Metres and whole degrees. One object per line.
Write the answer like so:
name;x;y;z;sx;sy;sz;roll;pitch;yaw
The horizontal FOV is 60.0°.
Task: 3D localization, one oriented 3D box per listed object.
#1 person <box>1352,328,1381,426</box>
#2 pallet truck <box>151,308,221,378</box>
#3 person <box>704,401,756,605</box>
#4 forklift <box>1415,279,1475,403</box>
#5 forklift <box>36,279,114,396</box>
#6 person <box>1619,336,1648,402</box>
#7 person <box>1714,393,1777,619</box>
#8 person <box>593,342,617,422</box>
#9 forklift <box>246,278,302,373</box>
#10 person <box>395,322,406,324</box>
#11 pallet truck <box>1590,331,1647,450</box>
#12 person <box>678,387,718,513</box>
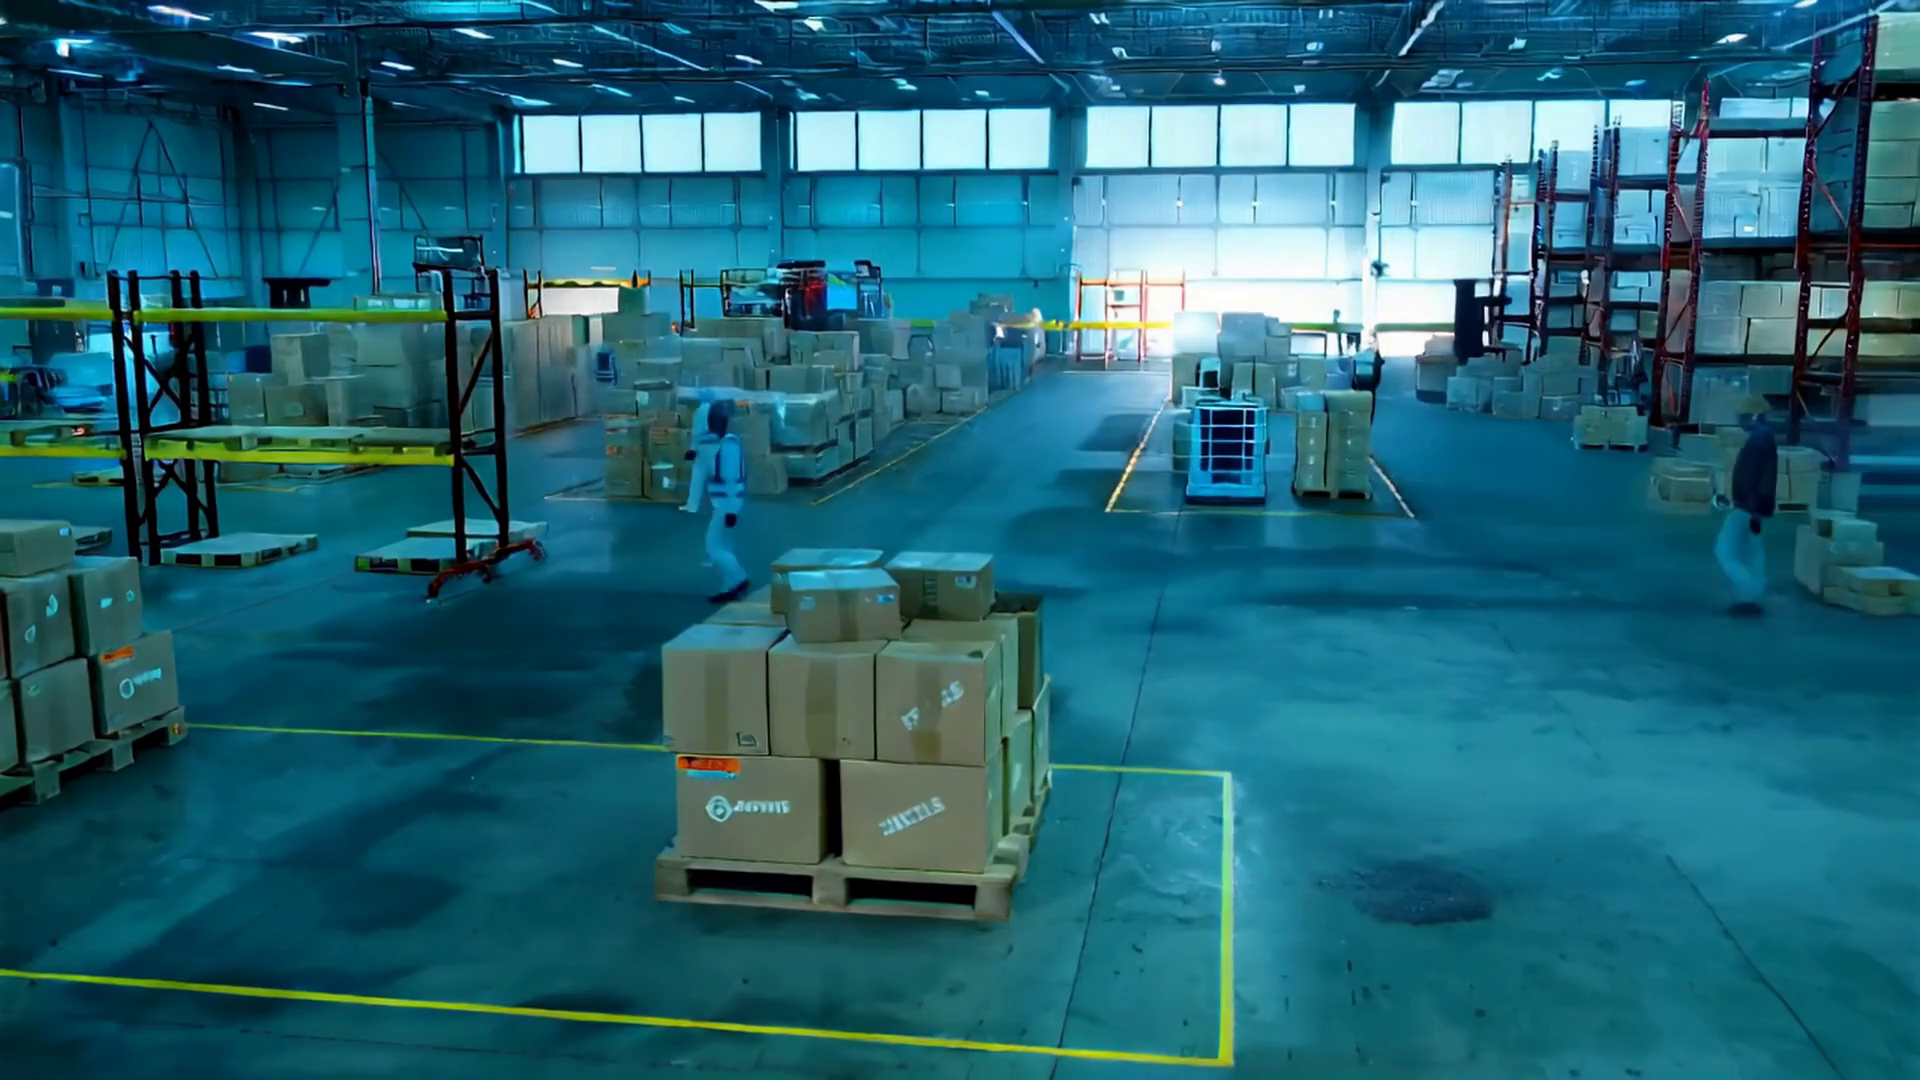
person;7.936;-3.170;32.468;0.389;1.910;0.590;-8;12;-41
pallet truck;-21.869;-5.598;47.154;0.823;1.965;1.885;4;10;26
person;-2.142;-0.316;14.974;0.418;1.866;0.599;-3;10;-16
forklift;11.421;-4.530;37.854;1.873;2.768;1.129;1;9;9
forklift;-21.241;-4.763;39.288;1.873;2.768;1.129;1;9;9
person;13.060;-3.124;32.376;0.633;1.842;0.429;-6;11;-31
person;6.839;-0.285;14.442;0.441;1.975;0.600;8;12;39
person;-7.148;-3.190;33.586;0.513;1.585;0.889;1;9;6
forklift;-17.320;-5.332;42.802;1.873;2.768;1.129;2;9;13
person;-13.733;-4.543;40.835;0.552;1.935;0.373;2;9;12
pallet truck;11.253;-2.573;28.499;0.823;1.965;1.885;5;10;27
person;-3.085;-1.107;20.686;0.869;1.591;0.519;2;9;9
